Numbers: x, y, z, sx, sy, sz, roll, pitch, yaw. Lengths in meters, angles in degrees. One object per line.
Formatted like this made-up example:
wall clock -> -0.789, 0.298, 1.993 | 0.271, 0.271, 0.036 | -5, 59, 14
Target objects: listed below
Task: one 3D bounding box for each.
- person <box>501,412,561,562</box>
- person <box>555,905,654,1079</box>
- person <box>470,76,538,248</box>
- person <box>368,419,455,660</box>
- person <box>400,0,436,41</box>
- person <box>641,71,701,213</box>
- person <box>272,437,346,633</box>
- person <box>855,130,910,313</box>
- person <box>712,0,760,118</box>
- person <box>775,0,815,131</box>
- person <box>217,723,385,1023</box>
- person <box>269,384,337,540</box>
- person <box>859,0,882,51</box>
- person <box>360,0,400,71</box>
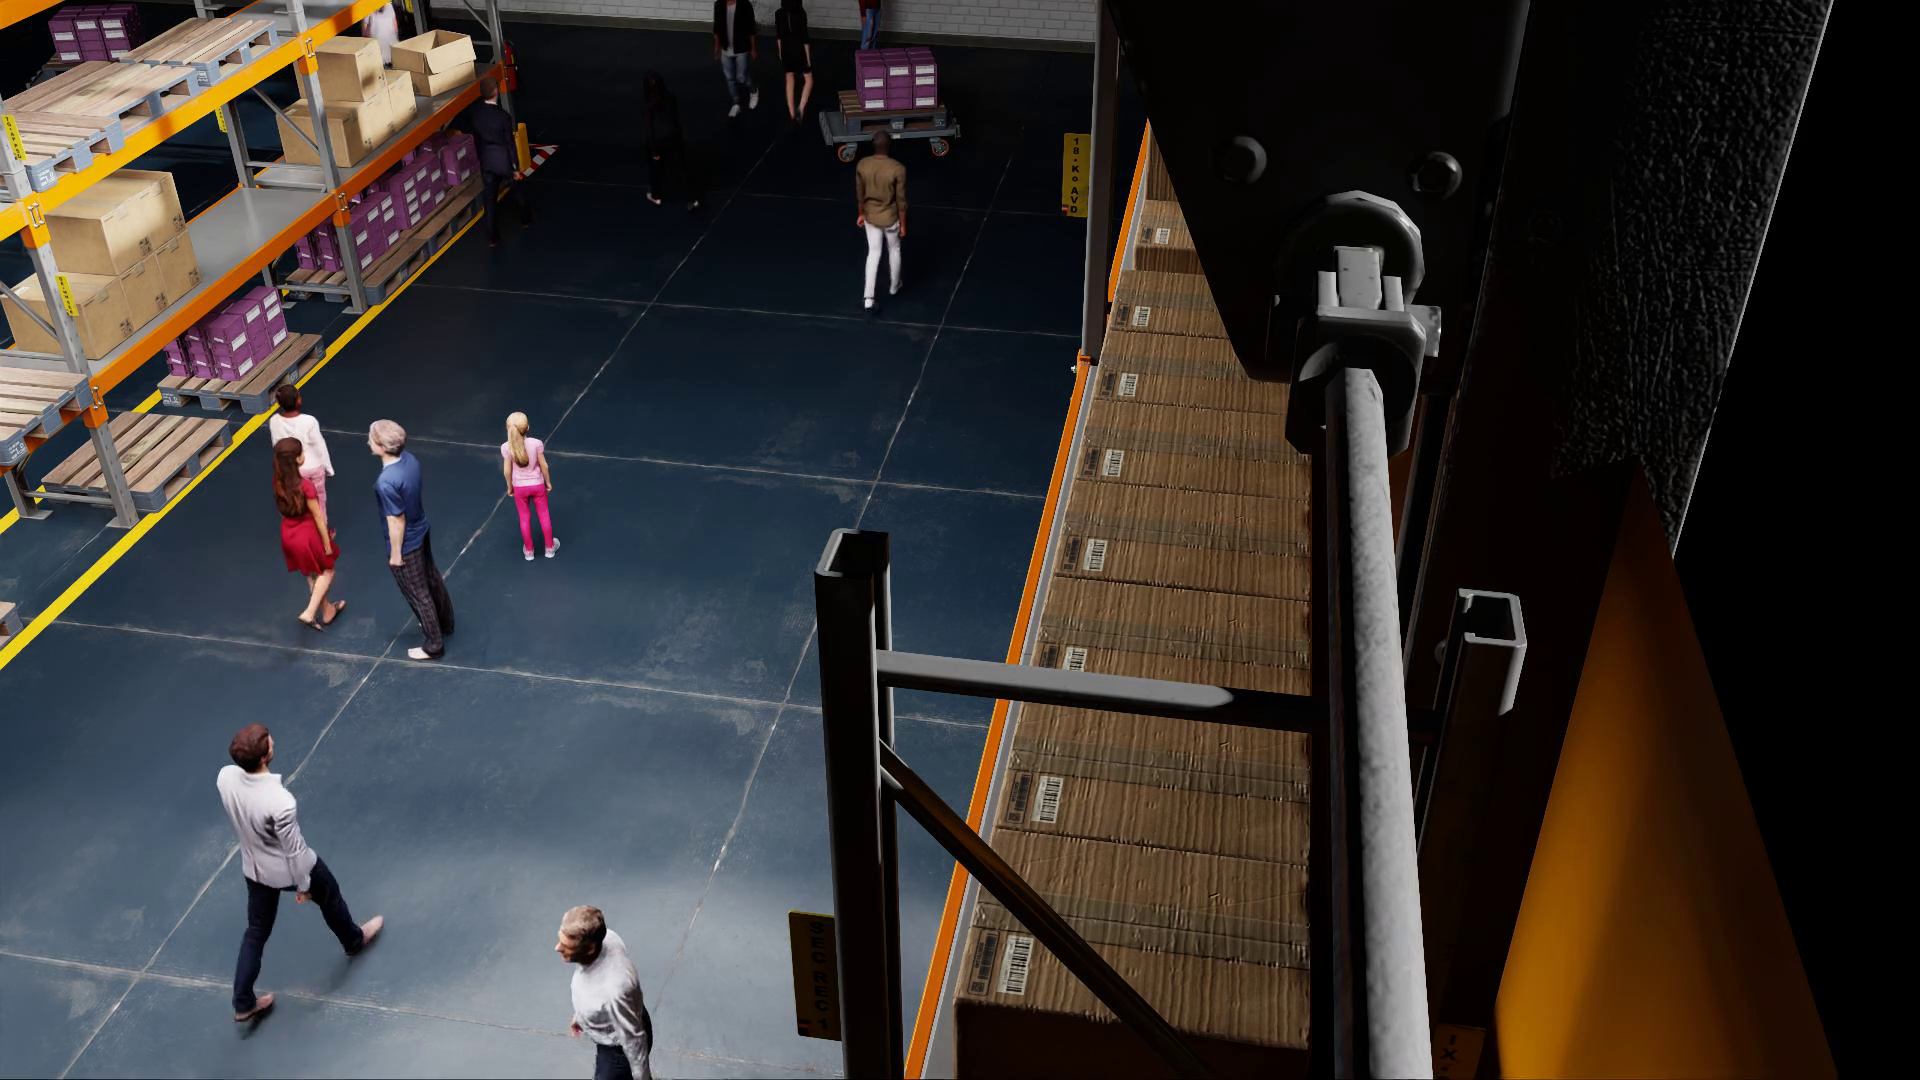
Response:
person -> -3.321, -0.428, 12.802 | 0.563, 1.272, 0.596 | -7, 34, -10
person -> -1.579, 2.389, 8.087 | 0.862, 1.801, 0.761 | -12, 36, -18
person -> -4.964, -3.995, 17.718 | 0.761, 1.770, 1.167 | 8, 35, 12
person -> -3.856, -0.014, 11.637 | 0.740, 1.871, 0.500 | 2, 34, 3
person -> -7.192, -7.042, 22.266 | 1.032, 1.810, 1.114 | 21, 39, 28
person -> -3.217, -4.372, 18.457 | 1.142, 1.580, 1.132 | -26, 42, -34
person -> -4.730, 0.007, 11.907 | 0.570, 1.539, 0.806 | 10, 35, 14
person -> -0.793, -3.112, 16.360 | 0.791, 1.803, 1.142 | 8, 35, 13
person -> -2.814, -6.331, 21.216 | 0.788, 1.789, 0.831 | 14, 36, 20
person -> -2.088, -5.952, 20.640 | 0.668, 1.795, 0.661 | 12, 35, 17
person -> -3.748, 1.805, 8.957 | 0.864, 1.809, 1.266 | 13, 36, 19
person -> -5.081, -0.540, 12.817 | 0.602, 1.441, 0.655 | 1, 34, 1
person -> -1.218, -7.227, 22.703 | 0.714, 1.634, 0.552 | 15, 37, 22
person -> -7.428, -6.396, 21.487 | 0.812, 1.597, 0.724 | 22, 39, 29
